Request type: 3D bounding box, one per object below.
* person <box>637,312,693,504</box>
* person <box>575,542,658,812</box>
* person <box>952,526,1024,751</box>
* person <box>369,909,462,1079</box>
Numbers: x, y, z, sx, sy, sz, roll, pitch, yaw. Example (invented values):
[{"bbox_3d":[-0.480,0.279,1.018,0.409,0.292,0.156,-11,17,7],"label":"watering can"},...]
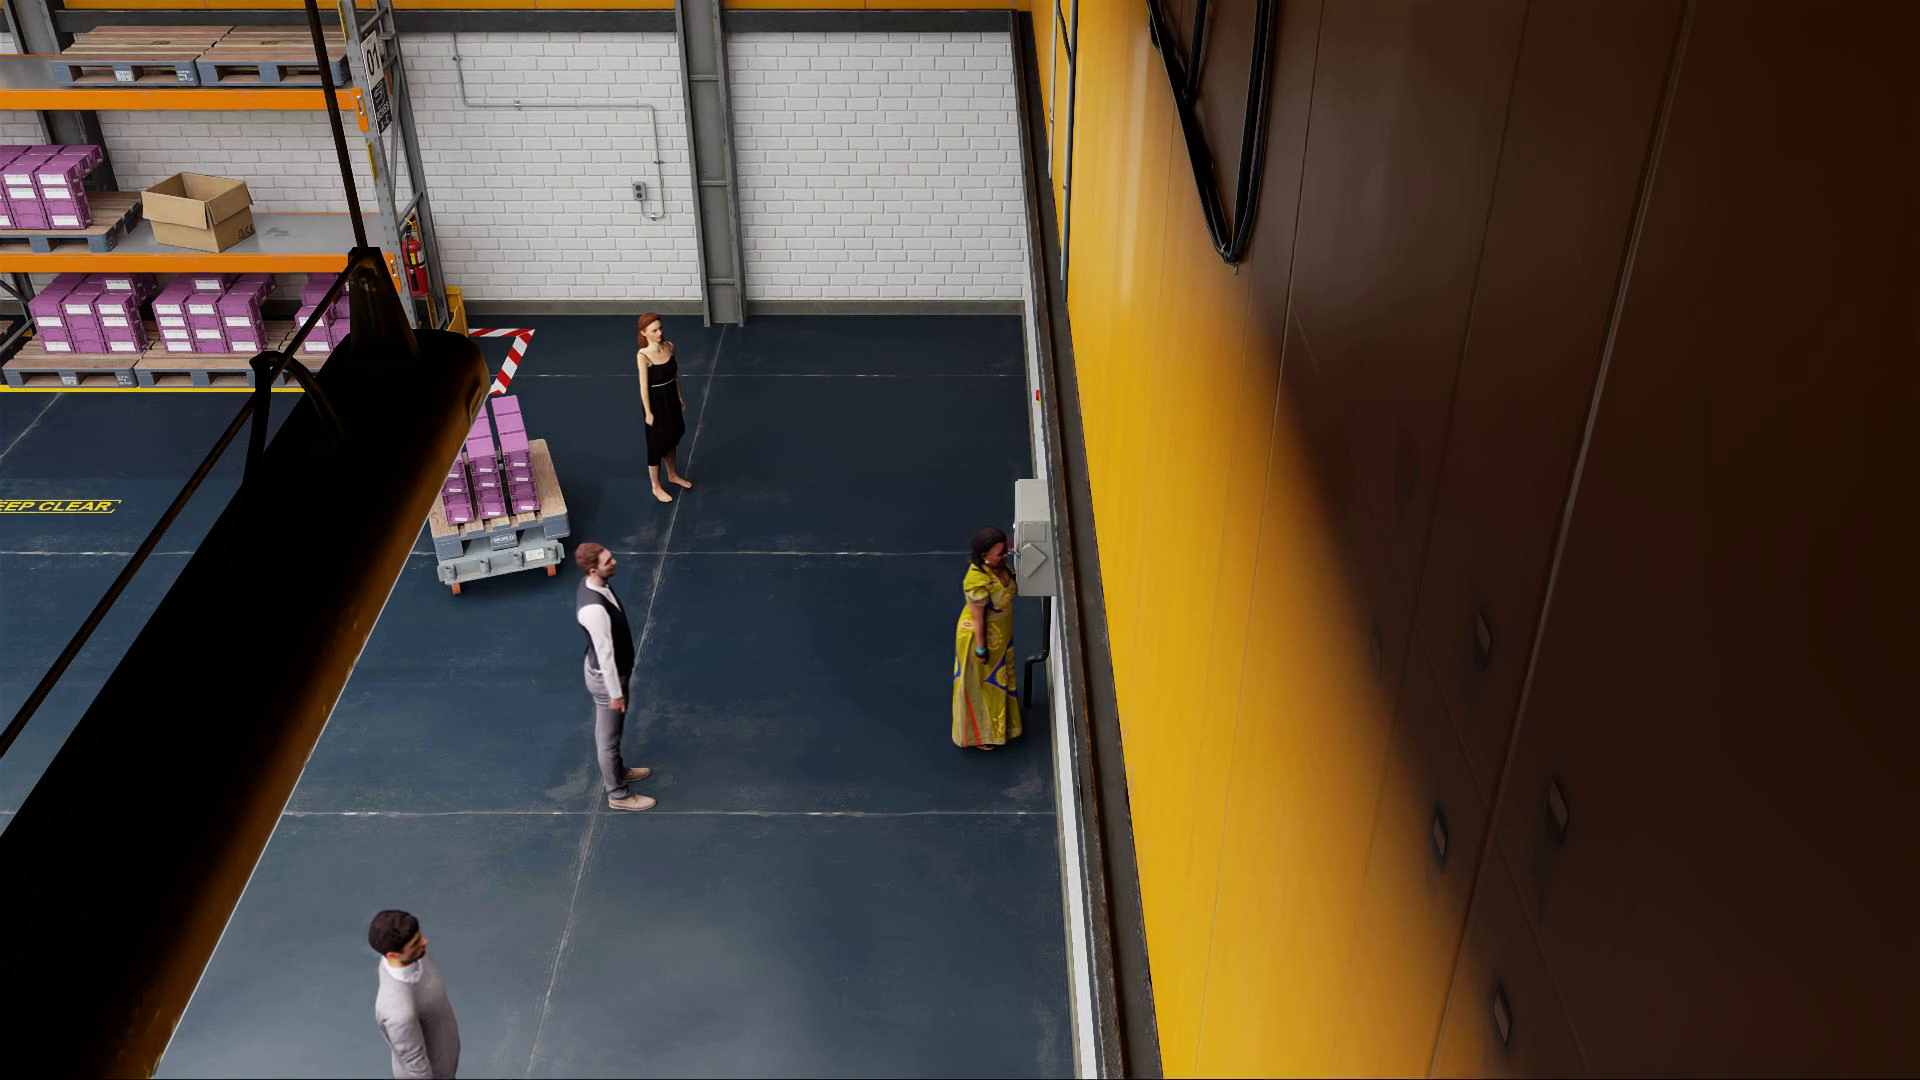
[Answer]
[{"bbox_3d":[-2.446,-1.110,13.586,0.719,1.625,0.676,21,39,29],"label":"person"},{"bbox_3d":[-2.208,0.827,10.390,0.633,1.937,0.694,-6,34,-9],"label":"person"},{"bbox_3d":[0.173,0.614,10.961,0.879,1.659,0.932,8,35,12],"label":"person"},{"bbox_3d":[-2.549,2.471,7.930,0.709,1.921,0.801,-8,35,-12],"label":"person"}]
